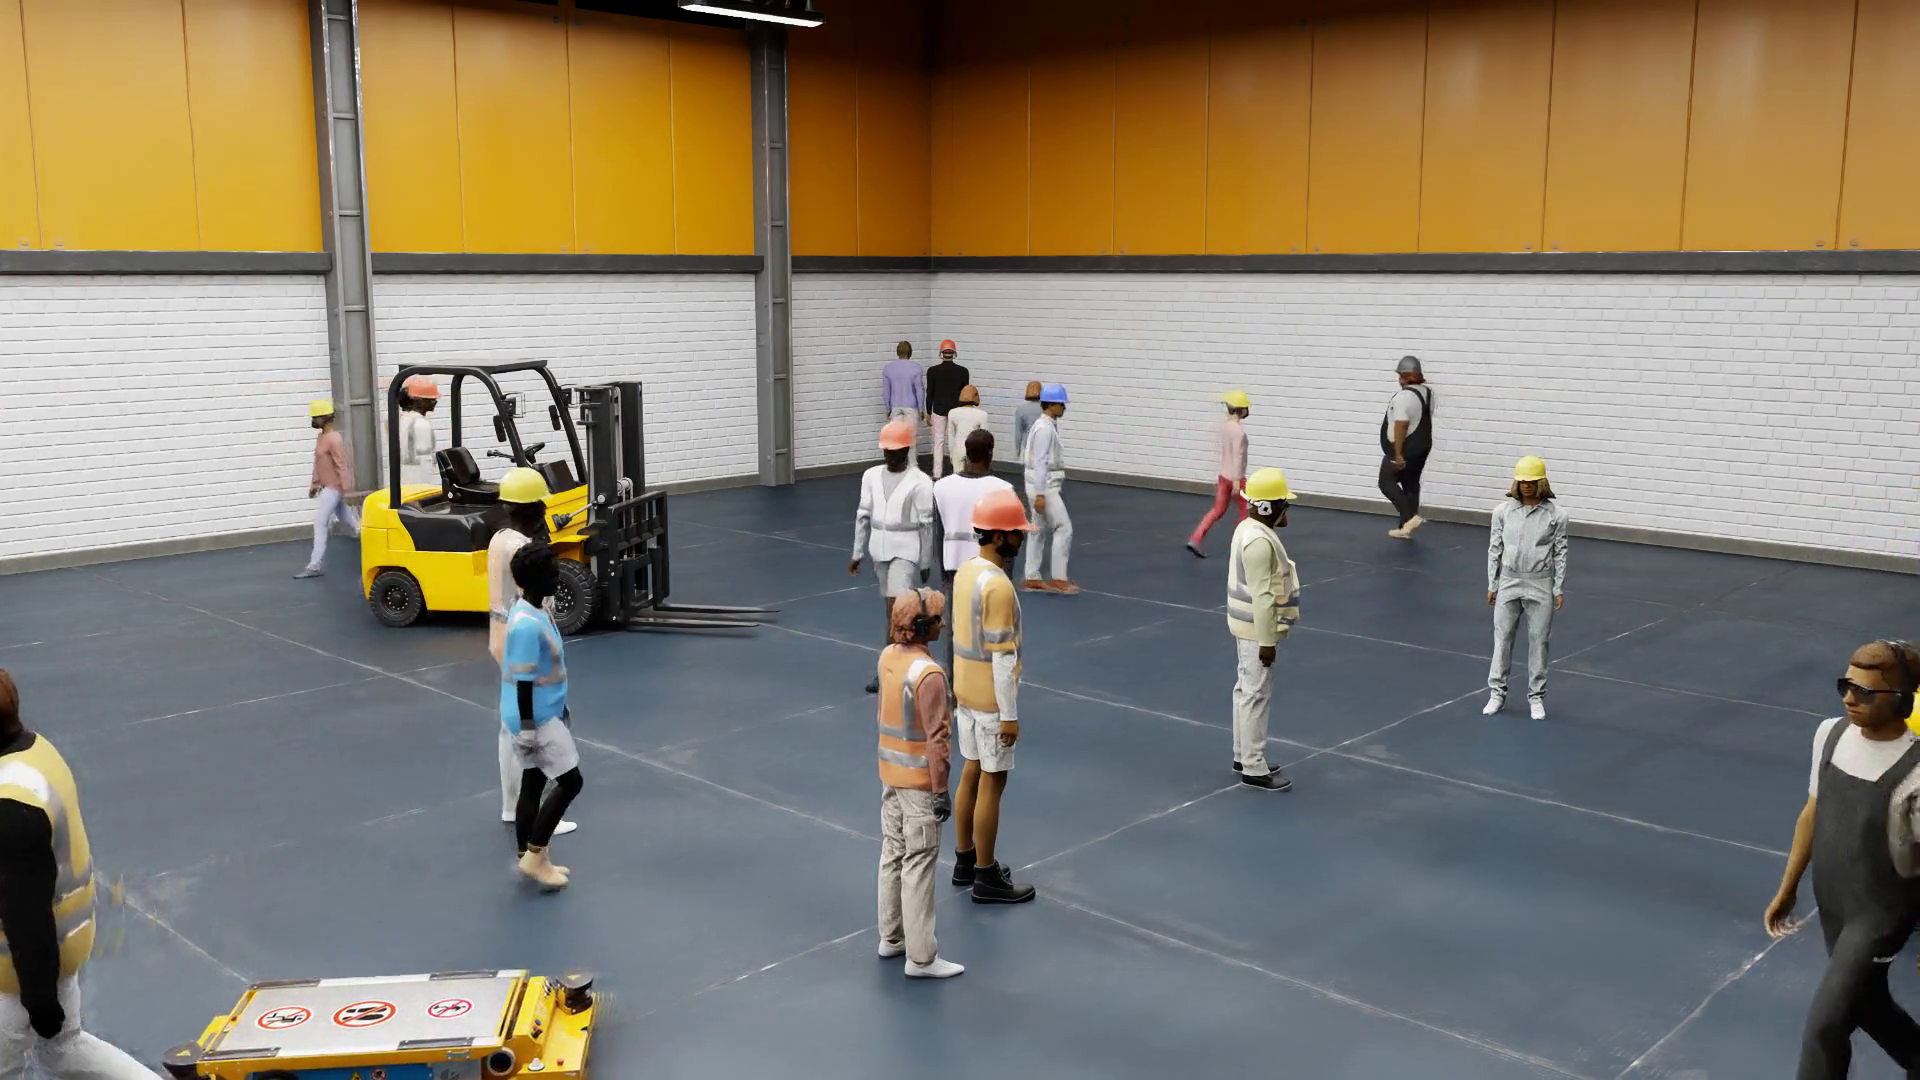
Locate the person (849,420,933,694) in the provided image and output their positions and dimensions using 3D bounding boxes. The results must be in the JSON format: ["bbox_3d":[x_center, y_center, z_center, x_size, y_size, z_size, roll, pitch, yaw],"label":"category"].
[{"bbox_3d":[-0.446,0.077,11.889,0.555,1.901,0.969,5,11,28],"label":"person"}]

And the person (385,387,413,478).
[{"bbox_3d":[-5.948,-0.806,17.938,0.532,1.690,0.322,3,10,20],"label":"person"}]

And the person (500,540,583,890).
[{"bbox_3d":[-1.983,0.834,7.893,0.384,1.684,0.540,-2,10,-15],"label":"person"}]

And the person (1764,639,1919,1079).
[{"bbox_3d":[2.969,1.190,5.358,0.955,1.814,0.511,-2,9,-11],"label":"person"}]

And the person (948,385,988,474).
[{"bbox_3d":[0.095,-0.974,19.159,0.494,1.624,0.282,3,10,19],"label":"person"}]

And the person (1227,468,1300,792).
[{"bbox_3d":[1.726,0.500,9.478,0.403,1.834,0.589,0,9,2],"label":"person"}]

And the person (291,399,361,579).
[{"bbox_3d":[-6.004,-0.515,16.070,0.917,1.724,0.503,-5,11,-30],"label":"person"}]

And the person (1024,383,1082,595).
[{"bbox_3d":[0.888,-0.455,15.041,0.687,1.924,0.645,1,9,4],"label":"person"}]

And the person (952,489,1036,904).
[{"bbox_3d":[0.162,0.723,7.796,0.373,1.935,0.552,-3,10,-19],"label":"person"}]

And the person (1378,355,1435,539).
[{"bbox_3d":[4.849,-1.015,18.133,0.692,2.000,0.541,-8,12,-40],"label":"person"}]

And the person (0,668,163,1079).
[{"bbox_3d":[-2.745,1.239,5.026,0.788,1.814,0.618,-4,10,-22],"label":"person"}]

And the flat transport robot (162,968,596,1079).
[{"bbox_3d":[-2.100,1.826,6.127,1.431,0.197,0.652,-1,9,-7],"label":"flat transport robot"}]

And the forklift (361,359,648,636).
[{"bbox_3d":[-3.850,-0.407,13.936,2.313,2.155,1.214,2,9,11],"label":"forklift"}]

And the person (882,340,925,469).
[{"bbox_3d":[-0.787,-1.856,23.604,0.627,1.941,0.371,4,10,21],"label":"person"}]

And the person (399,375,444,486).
[{"bbox_3d":[-5.007,-0.513,15.222,0.977,2.003,0.619,-6,11,-32],"label":"person"}]

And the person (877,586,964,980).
[{"bbox_3d":[-0.186,1.007,6.962,0.309,1.639,0.522,-5,10,-27],"label":"person"}]

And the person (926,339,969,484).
[{"bbox_3d":[-0.166,-1.755,22.844,0.617,1.990,0.402,-1,9,-8],"label":"person"}]

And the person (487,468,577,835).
[{"bbox_3d":[-2.258,0.582,8.695,0.372,1.926,0.589,-5,11,-30],"label":"person"}]

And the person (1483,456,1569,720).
[{"bbox_3d":[3.708,0.313,10.905,0.491,1.743,0.324,4,10,24],"label":"person"}]

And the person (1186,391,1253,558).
[{"bbox_3d":[2.730,-0.658,16.890,0.852,1.731,0.530,-2,9,-12],"label":"person"}]

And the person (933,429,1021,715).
[{"bbox_3d":[0.138,0.190,11.245,0.596,1.885,0.901,3,10,18],"label":"person"}]

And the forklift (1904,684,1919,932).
[{"bbox_3d":[5.205,0.723,7.013,2.313,2.155,1.214,9,13,43],"label":"forklift"}]

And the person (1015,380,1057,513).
[{"bbox_3d":[0.910,-1.106,19.963,0.522,1.616,0.535,1,9,6],"label":"person"}]
